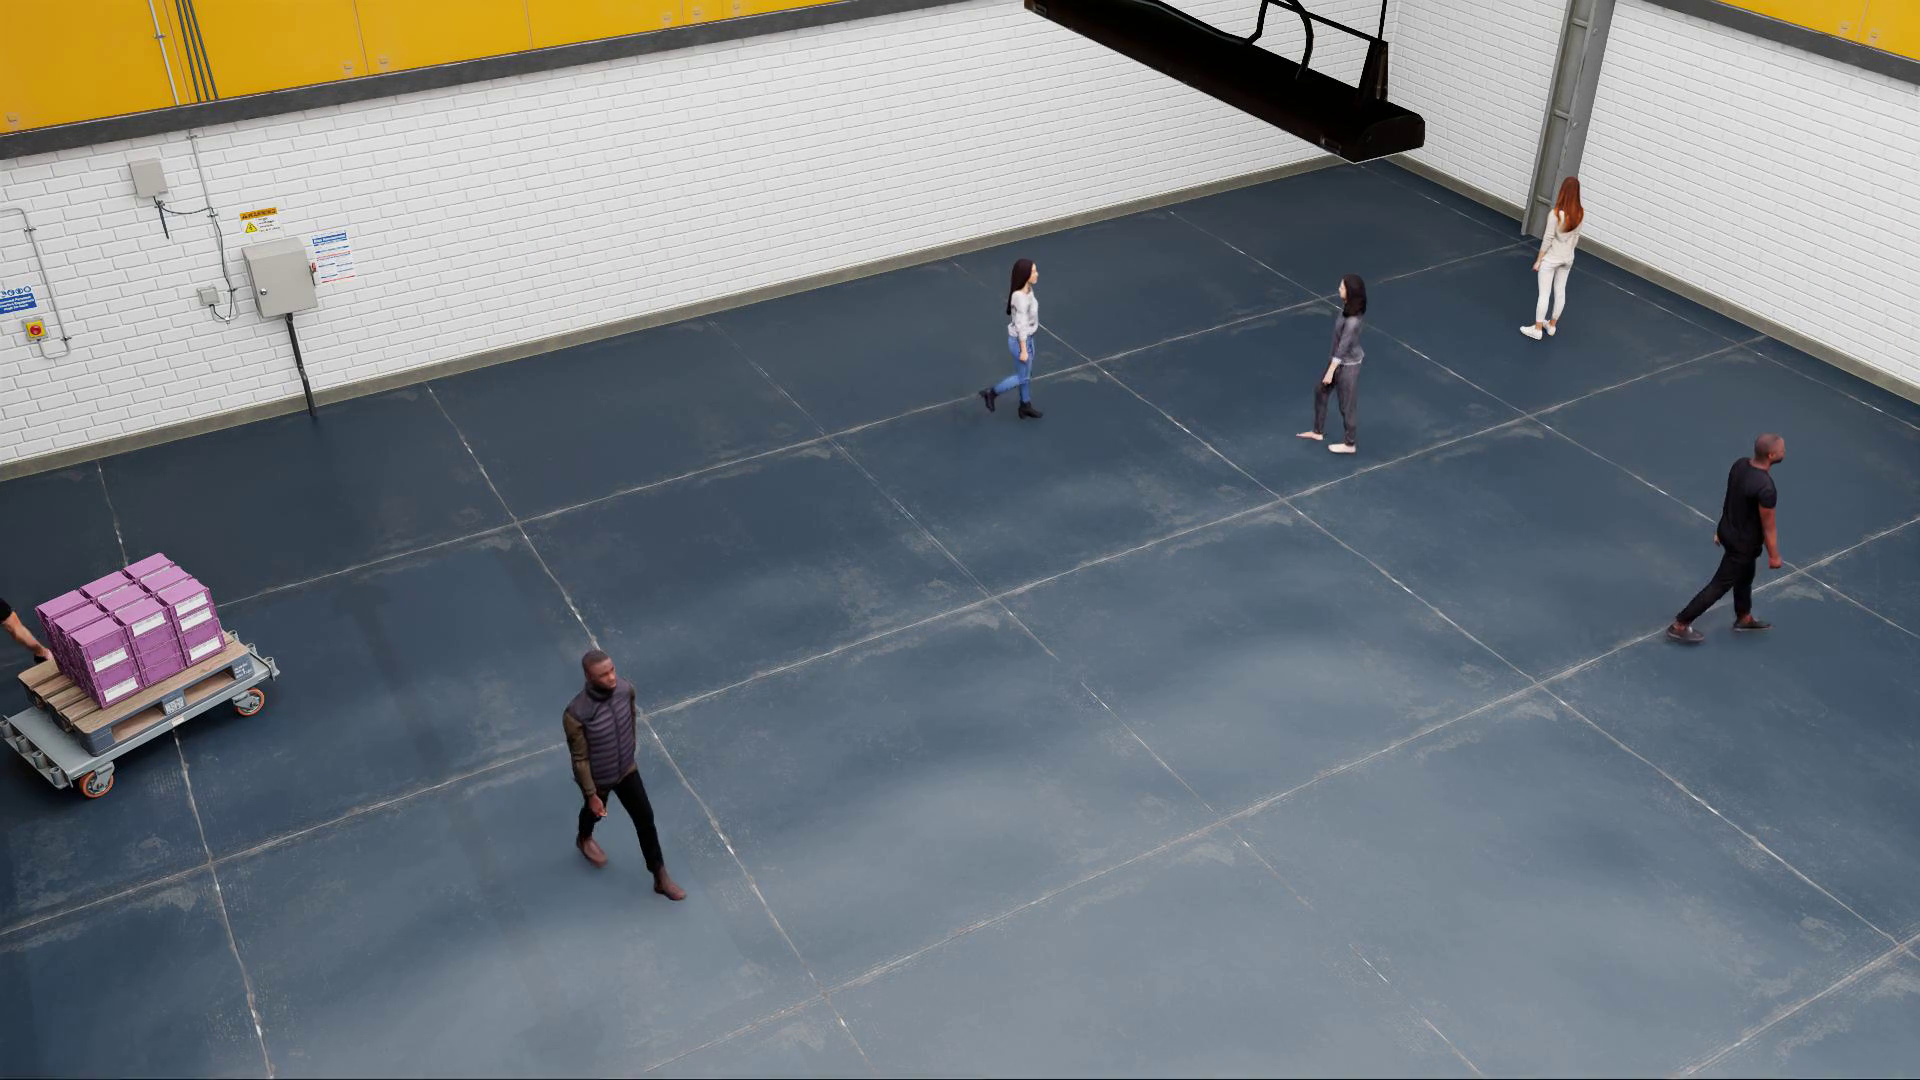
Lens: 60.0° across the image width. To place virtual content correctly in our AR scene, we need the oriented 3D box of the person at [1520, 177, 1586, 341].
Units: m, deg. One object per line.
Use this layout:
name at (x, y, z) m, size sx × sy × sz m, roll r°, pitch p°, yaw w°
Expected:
person at (6.053, -2.853, 16.842) m, size 0.628 × 1.713 × 0.603 m, roll -11°, pitch 35°, yaw -16°

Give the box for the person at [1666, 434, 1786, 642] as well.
person at (5.758, 0.041, 12.427) m, size 1.097 × 1.781 × 1.130 m, roll 1°, pitch 34°, yaw 2°

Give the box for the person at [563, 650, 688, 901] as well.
person at (-2.249, 1.425, 10.337) m, size 1.269 × 1.790 × 0.928 m, roll 28°, pitch 42°, yaw 35°

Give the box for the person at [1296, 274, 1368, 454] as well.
person at (3.526, -1.535, 14.831) m, size 0.934 × 1.744 × 0.871 m, roll 9°, pitch 35°, yaw 13°

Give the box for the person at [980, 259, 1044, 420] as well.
person at (0.494, -1.831, 15.388) m, size 0.923 × 1.621 × 0.895 m, roll 3°, pitch 34°, yaw 5°
